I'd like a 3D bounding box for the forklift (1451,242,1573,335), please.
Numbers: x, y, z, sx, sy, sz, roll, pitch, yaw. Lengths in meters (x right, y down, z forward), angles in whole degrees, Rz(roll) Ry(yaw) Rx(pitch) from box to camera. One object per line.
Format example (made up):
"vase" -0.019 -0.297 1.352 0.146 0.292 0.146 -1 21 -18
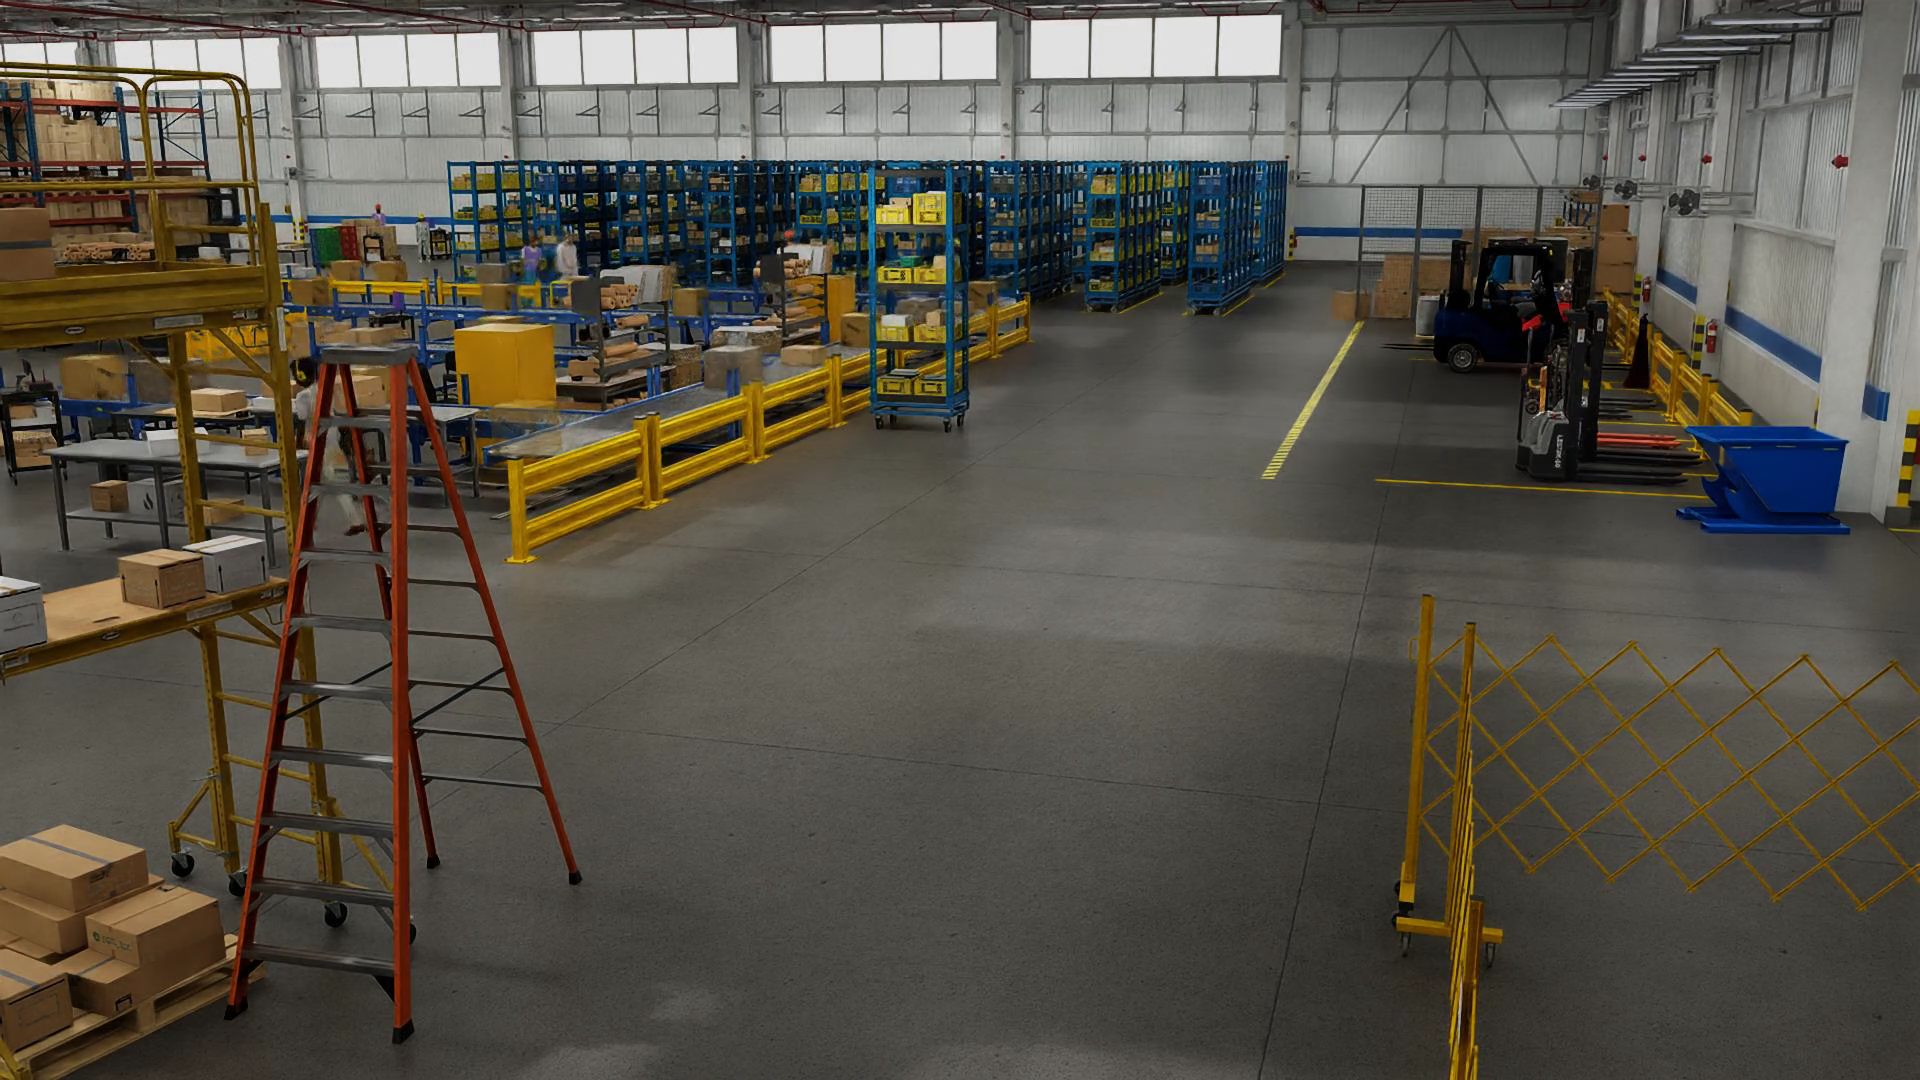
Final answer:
"forklift" 10.464 -4.597 31.405 2.680 1.987 1.157 4 14 16

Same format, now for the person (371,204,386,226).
"person" -22.229 -11.899 63.734 0.554 1.934 0.378 -9 16 -34

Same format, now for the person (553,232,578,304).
"person" -9.992 -6.888 42.227 0.814 1.879 0.644 10 16 36

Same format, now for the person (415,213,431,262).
"person" -19.124 -10.752 59.224 0.485 1.735 0.347 -7 15 -29

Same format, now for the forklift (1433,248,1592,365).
"forklift" 9.780 -4.111 29.280 2.680 1.987 1.157 3 13 14

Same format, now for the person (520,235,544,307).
"person" -10.710 -6.702 41.576 0.460 1.805 0.609 9 16 34

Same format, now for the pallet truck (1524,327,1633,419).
"pallet truck" 9.065 -2.460 24.370 1.522 1.261 0.704 3 13 14

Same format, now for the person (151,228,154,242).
"person" -24.616 -9.032 51.388 0.654 1.920 0.462 -9 16 -34

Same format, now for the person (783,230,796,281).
"person" -4.250 -6.699 41.273 1.067 1.933 0.640 8 15 30

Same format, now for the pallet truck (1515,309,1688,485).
"pallet truck" 7.554 -1.677 19.446 1.885 1.965 0.823 3 13 14

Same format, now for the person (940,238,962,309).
"person" -0.220 -6.445 40.500 0.847 1.796 0.596 3 13 14

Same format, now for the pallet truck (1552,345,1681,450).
"pallet truck" 8.641 -1.896 21.908 1.630 1.274 0.653 4 14 16

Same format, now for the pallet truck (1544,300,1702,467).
"pallet truck" 8.263 -1.952 20.631 1.885 1.965 0.823 5 14 20

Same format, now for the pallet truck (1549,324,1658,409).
"pallet truck" 9.824 -2.669 25.407 1.601 1.201 0.680 4 14 16

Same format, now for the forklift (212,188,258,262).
"forklift" -26.292 -11.461 59.781 1.129 2.768 1.873 4 14 16

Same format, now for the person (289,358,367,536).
"person" -6.386 -0.926 16.627 0.981 1.809 0.568 3 13 13
